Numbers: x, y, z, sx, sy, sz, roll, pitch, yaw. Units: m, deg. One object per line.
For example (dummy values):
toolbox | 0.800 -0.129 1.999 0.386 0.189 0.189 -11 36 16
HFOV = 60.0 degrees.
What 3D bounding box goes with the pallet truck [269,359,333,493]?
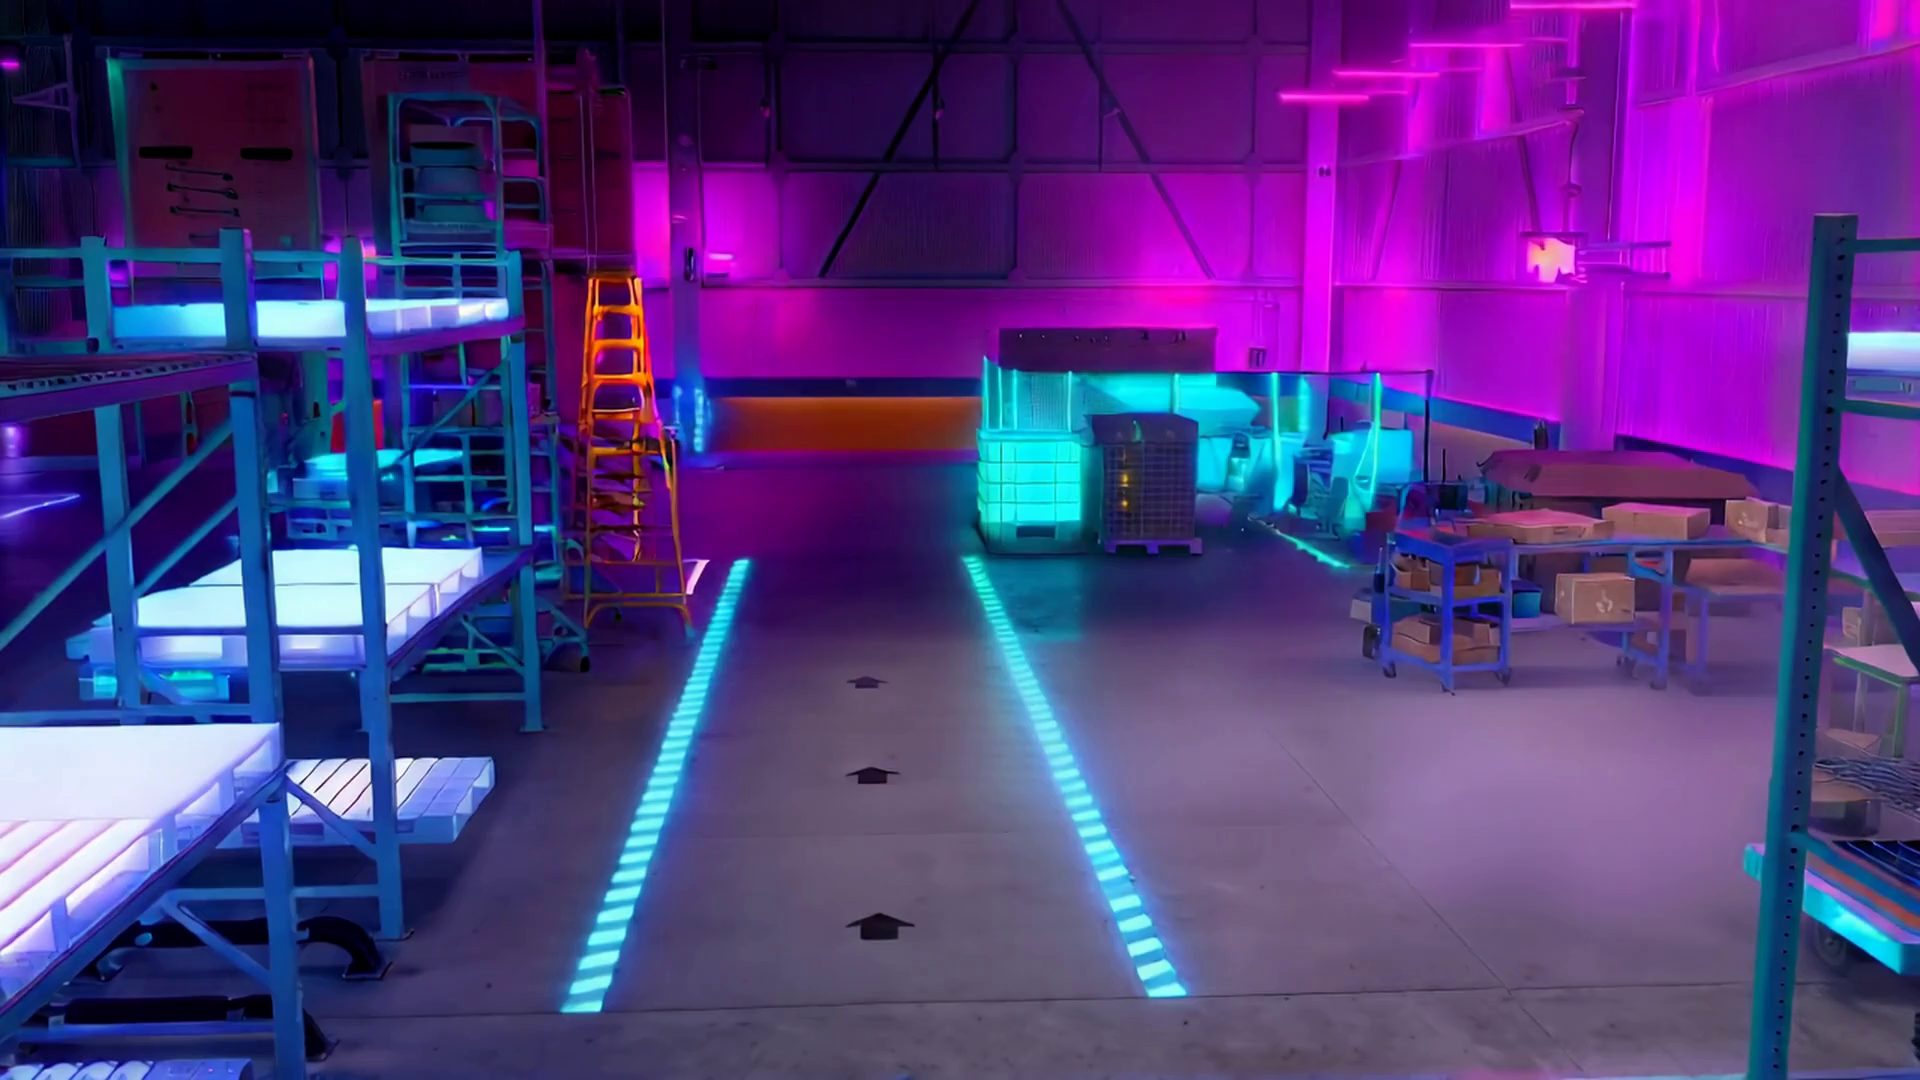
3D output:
pallet truck | -7.062 -1.131 18.996 1.885 1.965 0.823 2 9 13
